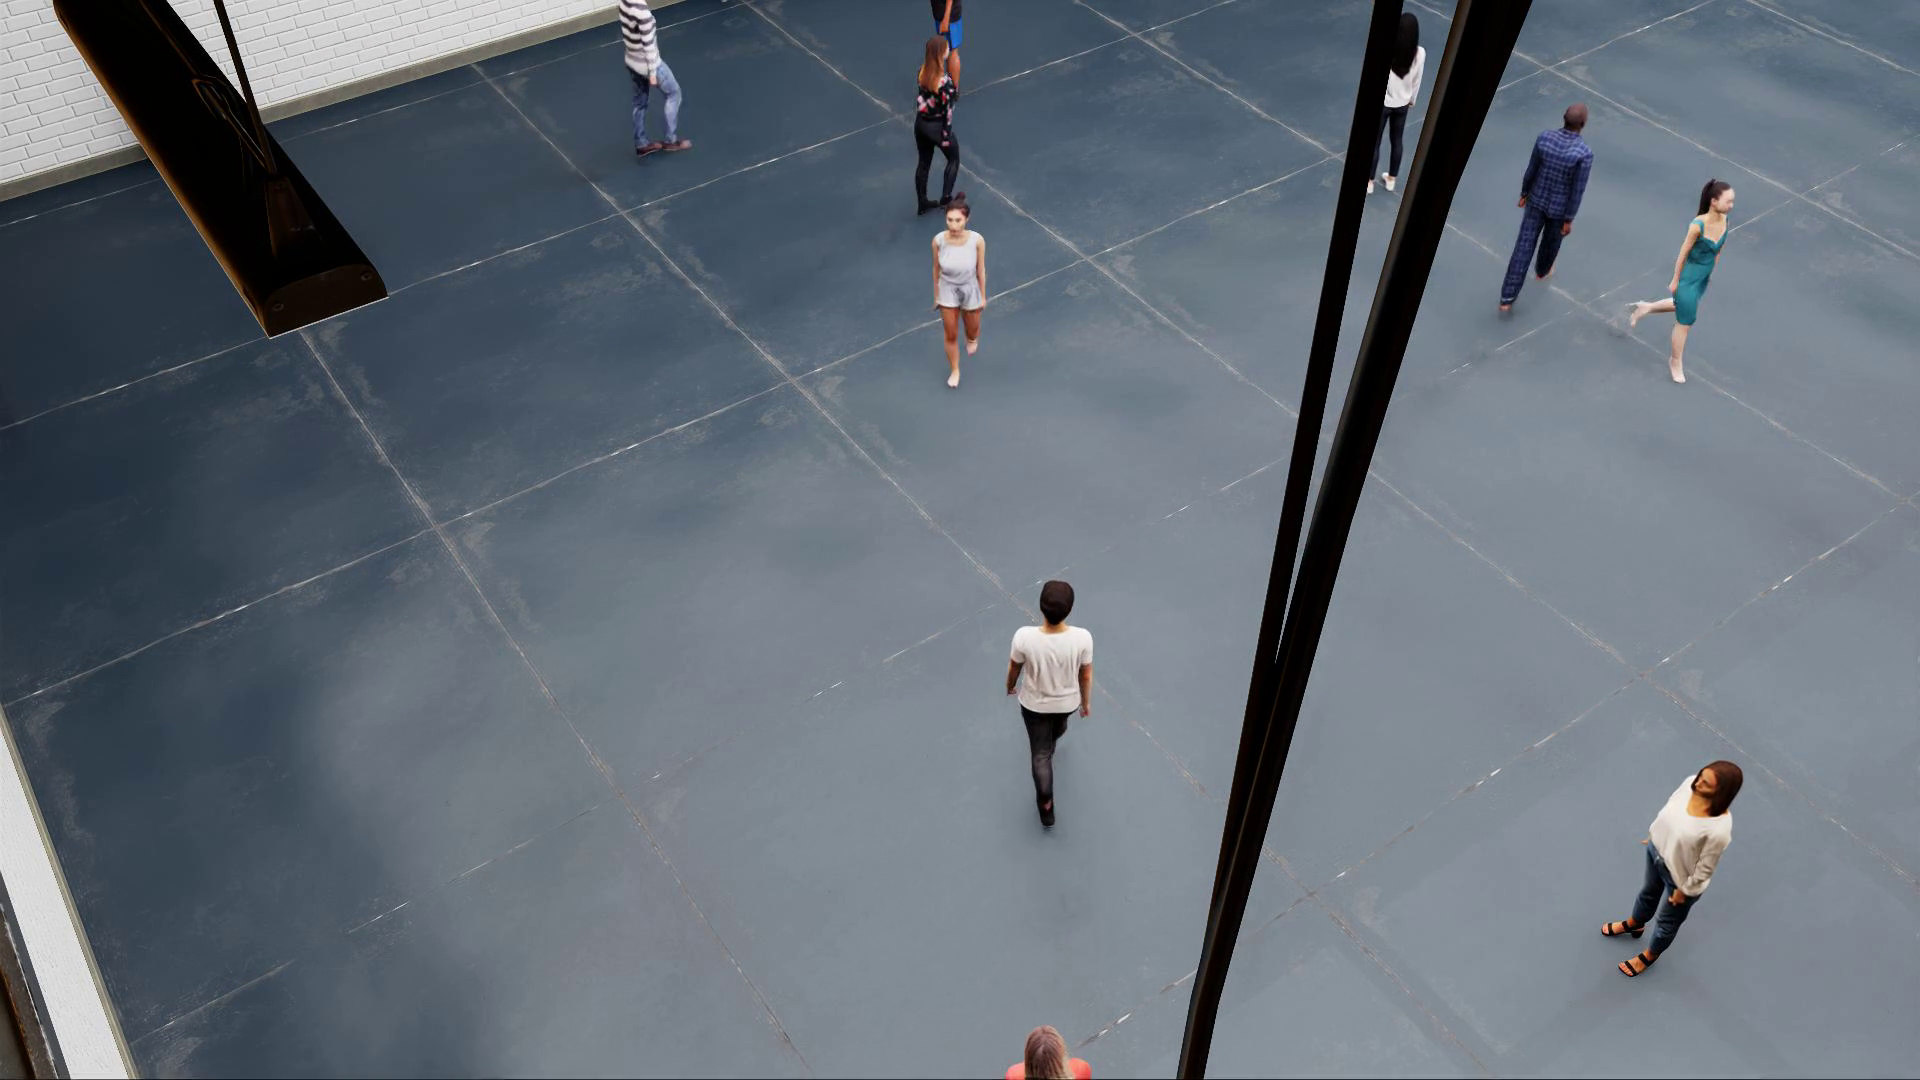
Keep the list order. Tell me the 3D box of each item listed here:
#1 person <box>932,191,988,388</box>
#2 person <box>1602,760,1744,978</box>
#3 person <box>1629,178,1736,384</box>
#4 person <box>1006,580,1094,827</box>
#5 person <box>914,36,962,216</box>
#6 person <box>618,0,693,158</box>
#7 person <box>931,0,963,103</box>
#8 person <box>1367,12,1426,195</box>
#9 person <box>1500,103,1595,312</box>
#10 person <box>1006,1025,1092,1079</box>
[{"bbox_3d":[0.005,-1.957,12.868,0.815,1.595,0.861,3,44,4],"label":"person"},{"bbox_3d":[3.858,1.736,8.928,0.693,1.682,0.693,-5,44,-5],"label":"person"},{"bbox_3d":[5.638,-2.059,12.928,0.946,1.659,0.691,-21,47,-20],"label":"person"},{"bbox_3d":[0.525,0.970,9.734,1.115,1.679,1.055,-2,44,-2],"label":"person"},{"bbox_3d":[-0.287,-3.573,14.511,0.644,1.668,0.663,33,52,29],"label":"person"},{"bbox_3d":[-2.965,-4.333,15.186,0.732,1.837,0.677,-31,51,-28],"label":"person"},{"bbox_3d":[-0.117,-5.099,16.020,0.724,1.796,0.701,-1,44,-1],"label":"person"},{"bbox_3d":[3.844,-3.890,14.820,0.611,1.700,0.751,-10,45,-10],"label":"person"},{"bbox_3d":[4.720,-2.662,13.484,0.923,1.766,1.242,29,51,27],"label":"person"},{"bbox_3d":[0.389,2.791,7.811,0.542,1.694,0.701,-15,46,-16],"label":"person"}]
